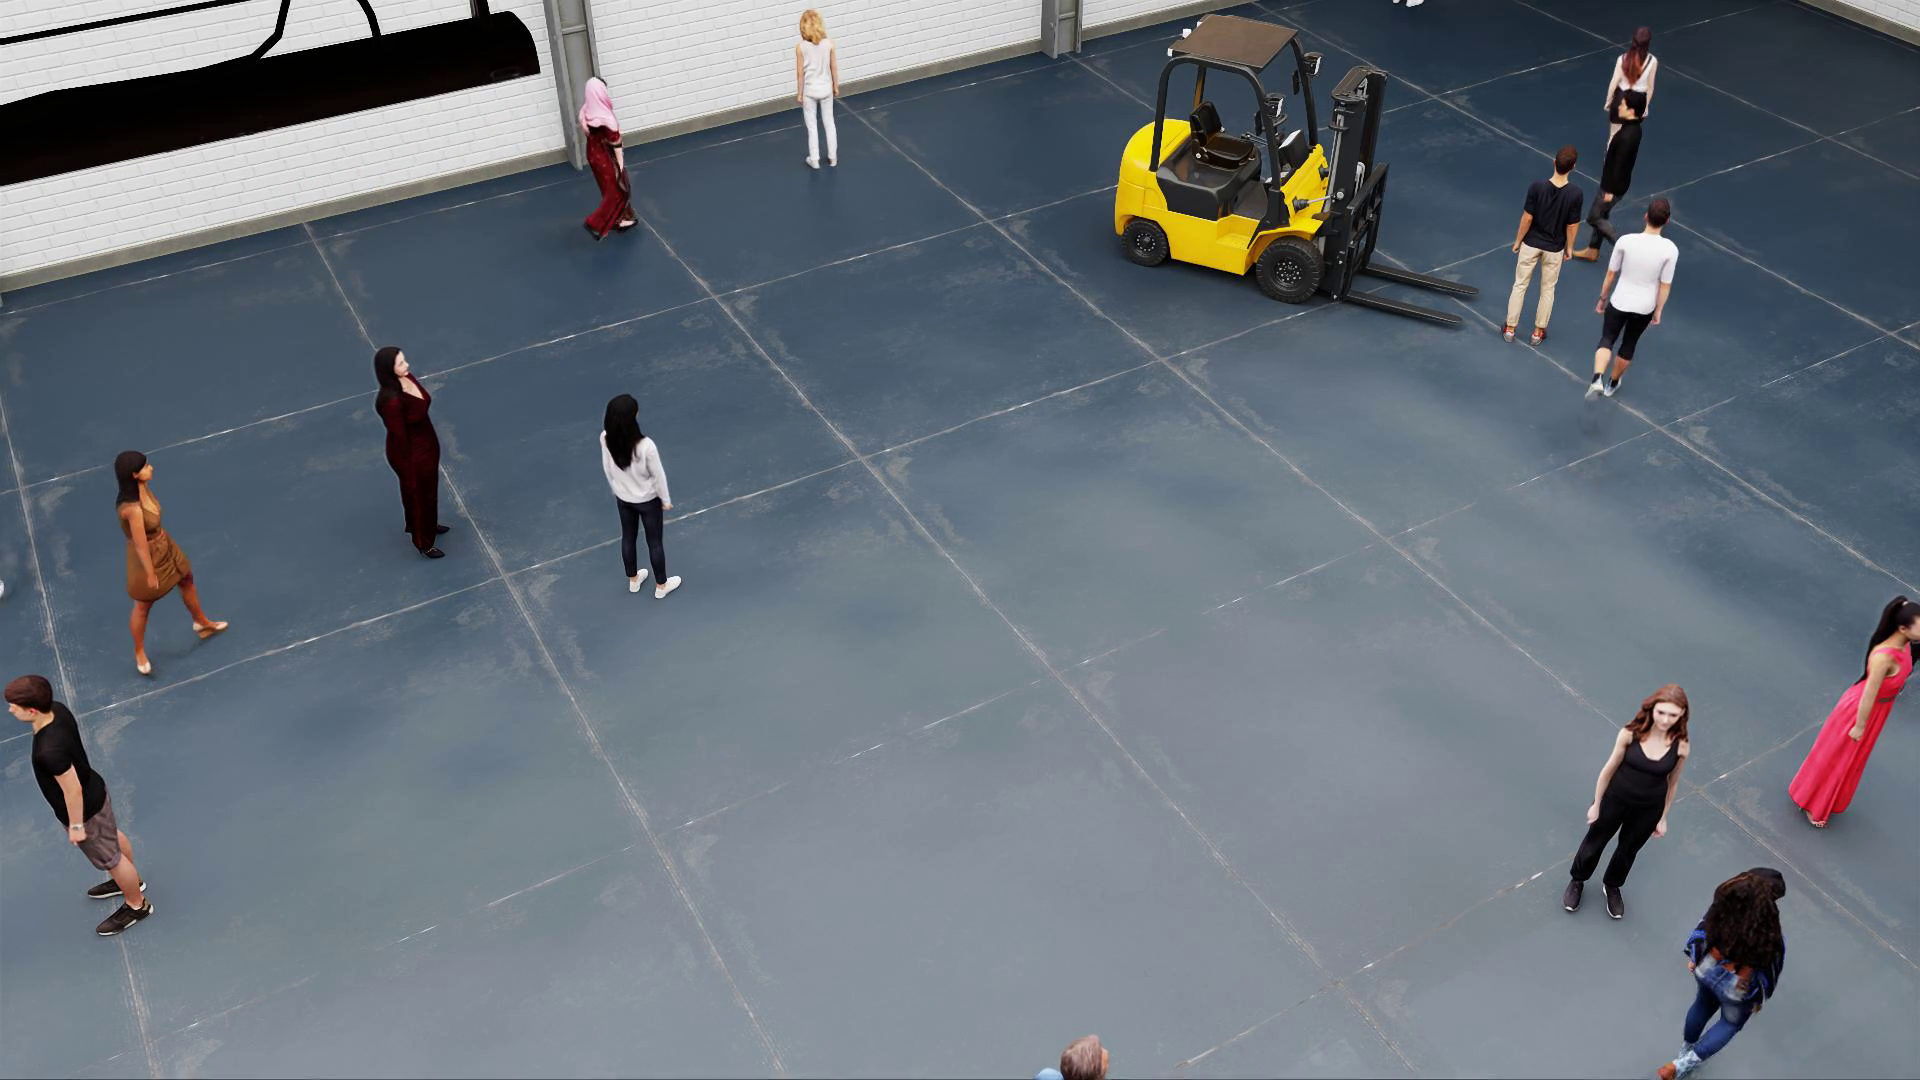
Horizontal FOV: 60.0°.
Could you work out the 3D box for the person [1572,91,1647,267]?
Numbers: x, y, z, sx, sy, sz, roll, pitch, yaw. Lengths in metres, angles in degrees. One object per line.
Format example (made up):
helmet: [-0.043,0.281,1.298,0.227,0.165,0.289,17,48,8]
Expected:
person: [6.193,-3.349,15.586,0.938,1.714,0.894,17,42,20]

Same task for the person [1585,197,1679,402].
person: [5.521,-1.906,13.685,0.967,1.833,1.080,17,42,20]

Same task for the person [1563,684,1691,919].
person: [3.841,1.480,9.513,0.659,1.748,0.721,9,39,11]

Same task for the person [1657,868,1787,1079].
person: [3.917,2.309,8.588,0.780,1.607,0.677,-27,46,-29]

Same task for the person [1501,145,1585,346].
person: [5.083,-2.560,14.484,0.706,1.858,0.754,11,40,13]

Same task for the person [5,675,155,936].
person: [-4.988,1.469,9.436,0.575,1.861,0.666,-18,42,-21]

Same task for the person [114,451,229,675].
person: [-5.523,0.155,11.247,0.885,1.654,0.766,-4,39,-5]

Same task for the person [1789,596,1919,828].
person: [5.478,1.040,10.082,0.743,1.725,0.607,30,47,32]

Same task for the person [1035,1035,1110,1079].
person: [0.519,2.893,7.687,0.714,1.817,0.660,30,48,32]

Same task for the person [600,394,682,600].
person: [-2.294,-0.316,11.800,0.711,1.700,0.754,13,40,16]

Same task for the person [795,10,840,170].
person: [-1.489,-4.685,17.294,0.548,1.671,0.707,-12,40,-14]

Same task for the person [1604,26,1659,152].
person: [6.803,-4.387,16.948,0.704,1.637,0.760,11,40,13]

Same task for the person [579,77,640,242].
person: [-3.461,-3.644,16.025,0.814,1.628,0.989,30,47,32]

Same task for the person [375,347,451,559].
person: [-4.022,-0.664,12.190,0.754,1.757,0.759,-4,39,-5]

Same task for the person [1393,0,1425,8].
person: [5.731,-7.627,20.895,0.585,1.775,0.636,-31,48,-33]
